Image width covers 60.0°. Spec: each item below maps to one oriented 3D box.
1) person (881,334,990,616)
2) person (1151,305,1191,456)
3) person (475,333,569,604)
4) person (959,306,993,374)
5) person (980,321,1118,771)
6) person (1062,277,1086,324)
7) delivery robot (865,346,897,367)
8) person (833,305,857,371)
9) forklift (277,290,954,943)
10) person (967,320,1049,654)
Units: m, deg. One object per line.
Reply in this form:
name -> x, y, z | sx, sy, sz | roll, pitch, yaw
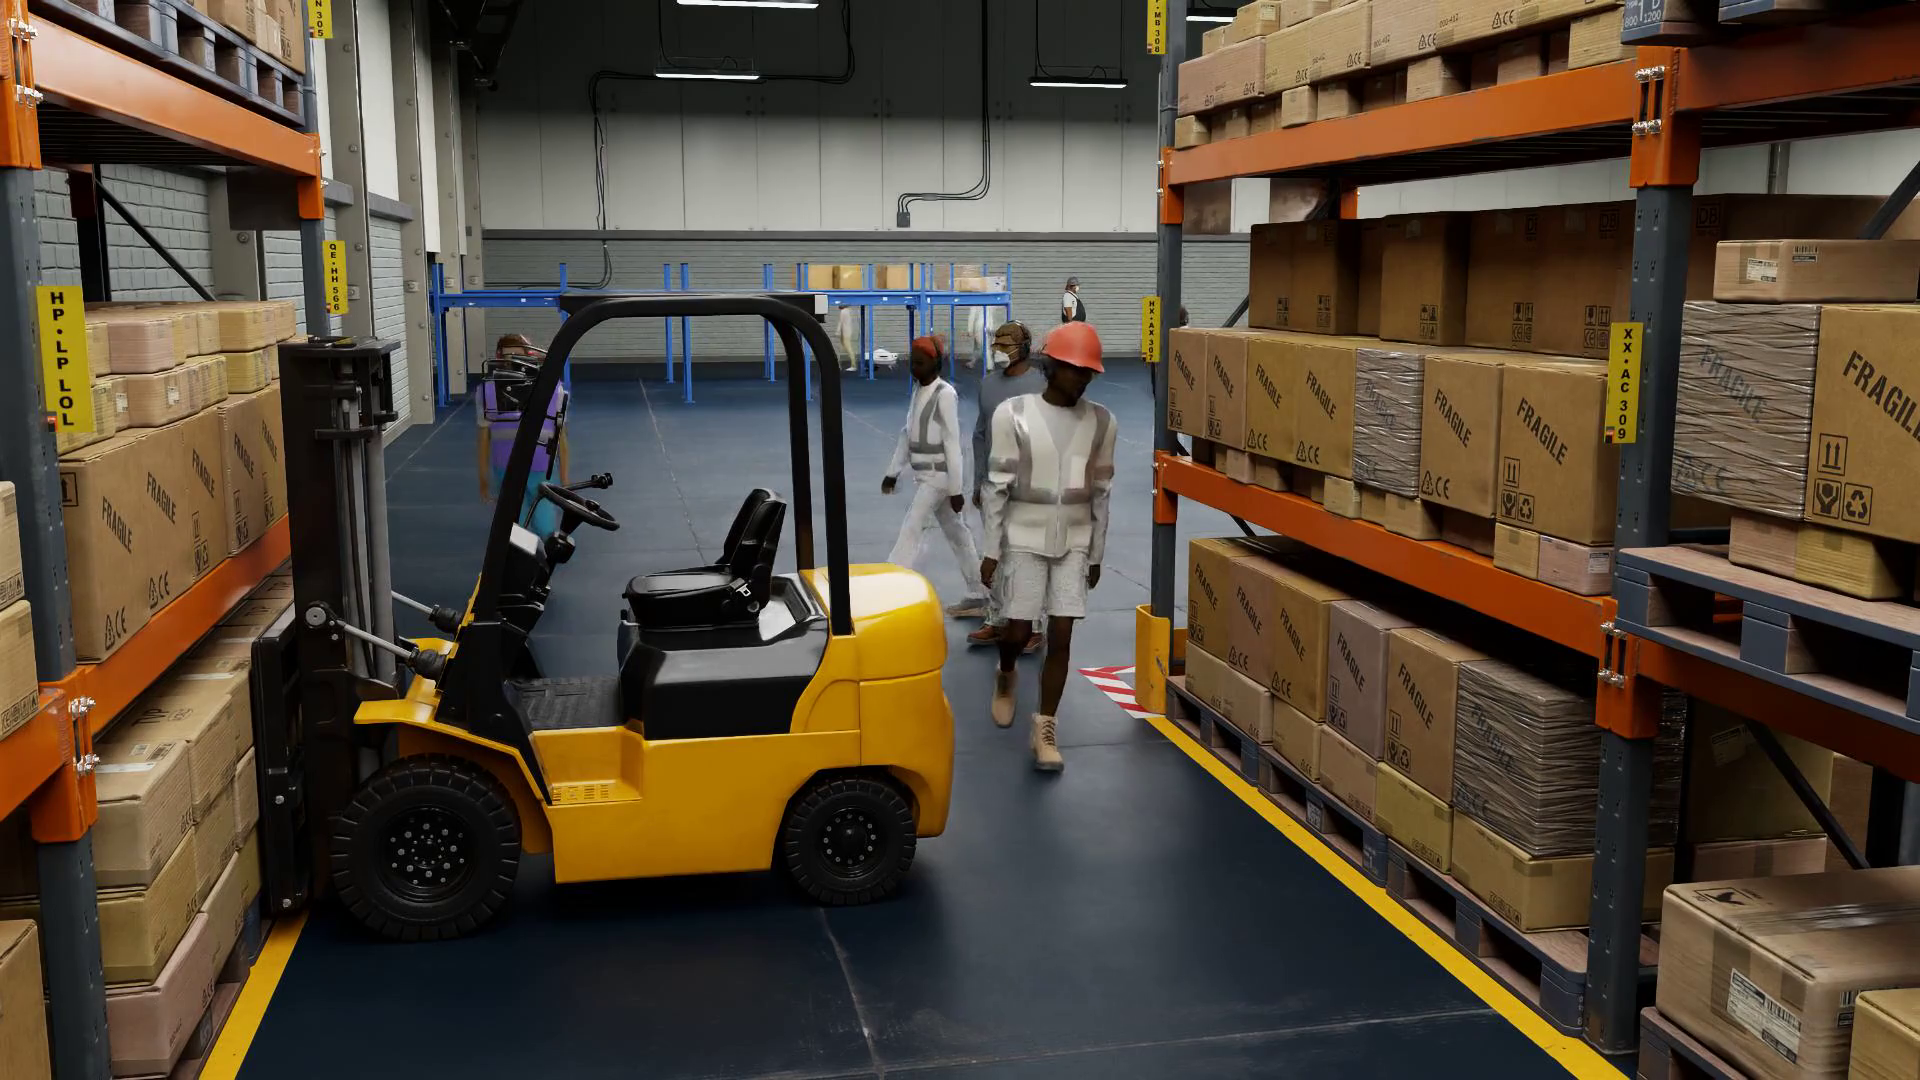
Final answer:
person -> -0.247, -0.387, 10.547 | 1.025, 1.812, 0.613 | -2, 10, -12
person -> 2.583, -1.797, 19.206 | 0.637, 1.802, 0.877 | 7, 11, 35
person -> -2.836, -0.427, 10.794 | 0.589, 1.826, 0.443 | -1, 9, -5
person -> 0.335, -4.473, 35.265 | 1.016, 1.886, 0.646 | 7, 11, 35
person -> 0.386, 0.005, 7.605 | 0.655, 2.016, 0.649 | -2, 10, -12
person -> 2.568, -4.890, 37.482 | 0.538, 2.000, 0.681 | 2, 9, 9
delivery robot -> -1.726, -3.960, 36.045 | 0.707, 0.478, 0.477 | 2, 10, 14
person -> -2.608, -4.480, 36.210 | 0.789, 1.596, 0.498 | 0, 9, 2
forklift -> -1.179, 0.175, 6.143 | 2.313, 2.155, 1.214 | -2, 10, -12
person -> 0.312, -0.315, 9.777 | 0.632, 1.940, 0.372 | 9, 13, 43
